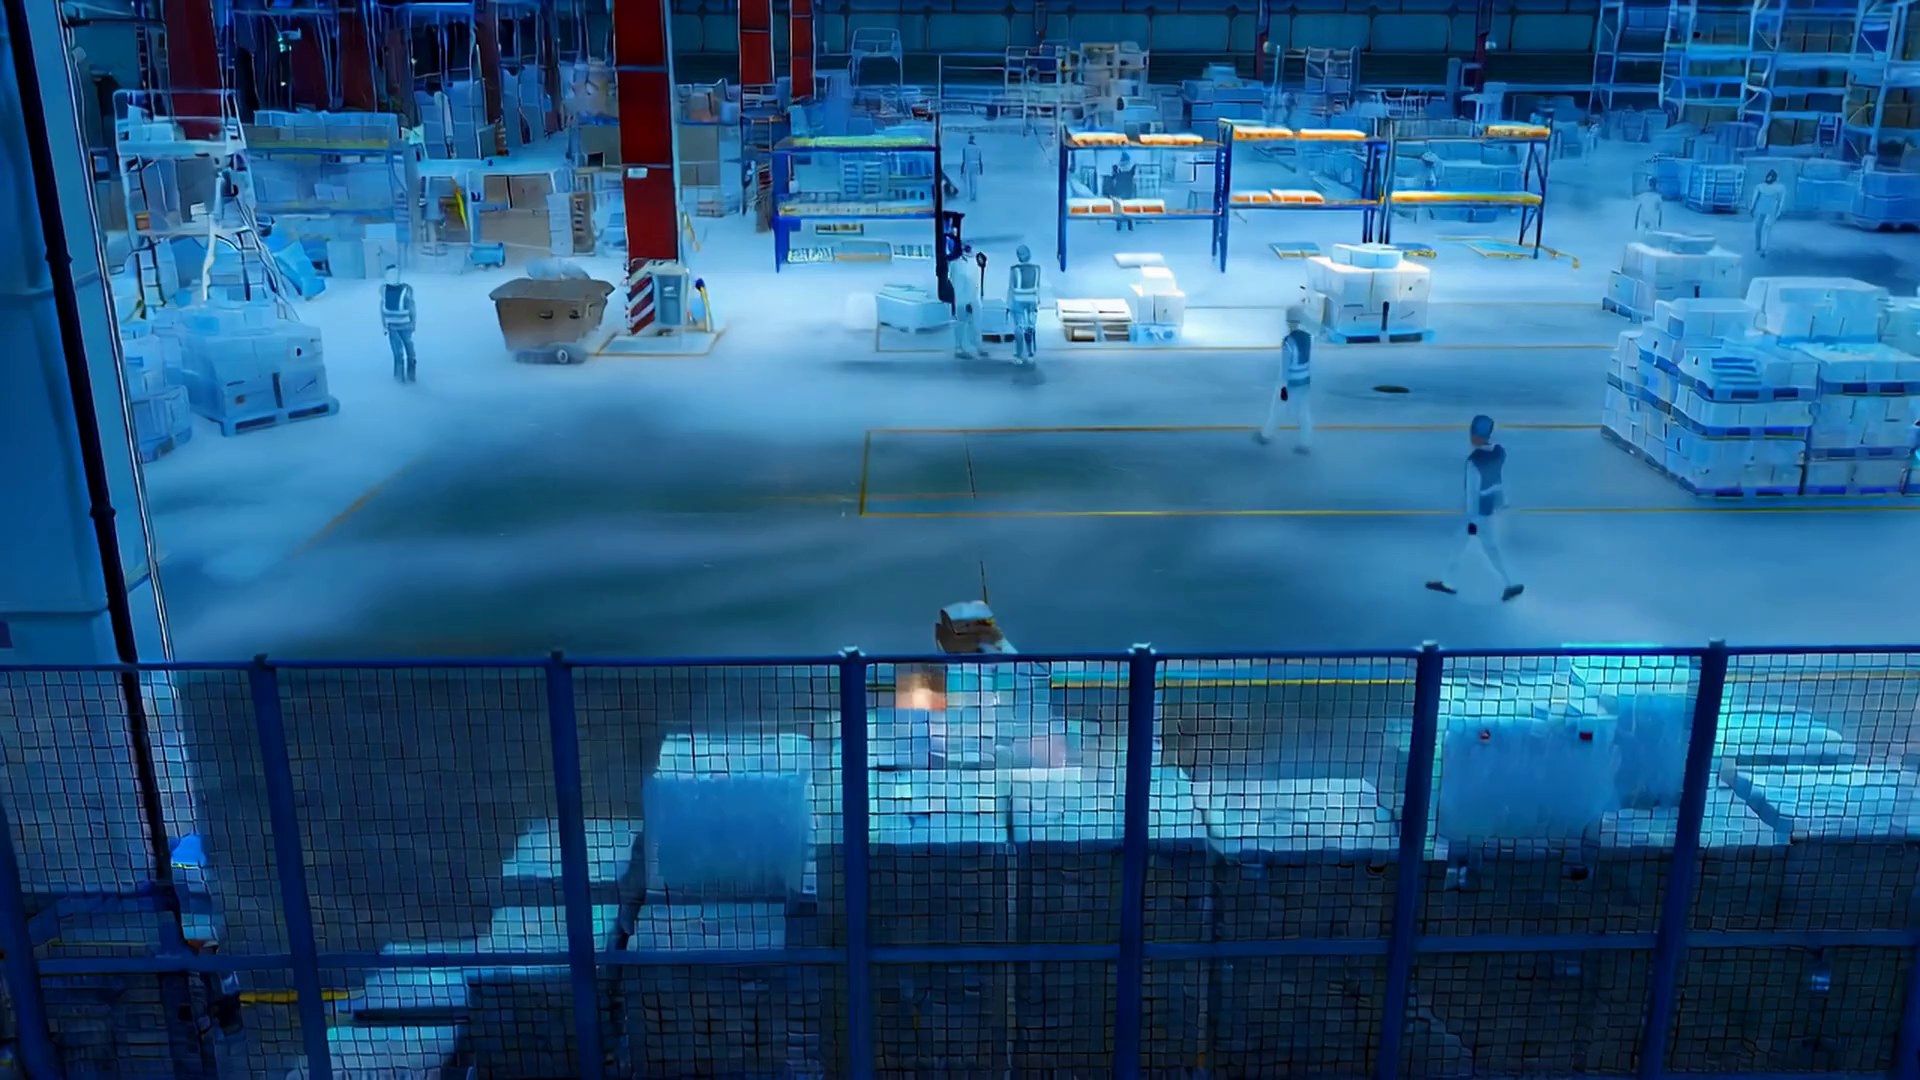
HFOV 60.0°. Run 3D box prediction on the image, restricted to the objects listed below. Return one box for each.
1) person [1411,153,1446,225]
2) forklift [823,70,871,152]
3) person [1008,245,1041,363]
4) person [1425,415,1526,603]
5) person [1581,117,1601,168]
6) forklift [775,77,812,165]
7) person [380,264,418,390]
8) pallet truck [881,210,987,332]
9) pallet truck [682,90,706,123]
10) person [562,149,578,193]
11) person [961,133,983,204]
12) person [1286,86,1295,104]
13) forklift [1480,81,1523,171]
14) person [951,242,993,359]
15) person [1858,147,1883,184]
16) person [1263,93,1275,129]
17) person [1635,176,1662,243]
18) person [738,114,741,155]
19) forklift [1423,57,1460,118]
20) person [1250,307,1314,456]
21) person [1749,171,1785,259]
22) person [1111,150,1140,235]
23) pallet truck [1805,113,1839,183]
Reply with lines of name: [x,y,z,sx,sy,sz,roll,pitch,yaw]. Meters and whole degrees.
person: [11.779,-8.752,41.525,0.950,1.781,0.696,10,21,28]
forklift: [-4.238,-15.375,59.482,1.873,2.768,1.129,-10,21,-26]
person: [1.020,-3.770,26.590,0.576,1.885,0.355,-11,21,-29]
person: [5.151,-0.309,16.332,0.591,1.885,0.929,-16,24,-39]
person: [20.597,-12.987,54.354,0.521,1.614,0.705,16,24,38]
forklift: [-5.917,-13.894,55.089,1.873,2.768,1.129,-1,19,-1]
person: [-8.392,-3.184,24.856,0.575,1.883,0.355,6,19,16]
pallet truck: [-0.493,-4.759,29.349,1.885,1.965,0.823,-13,23,-34]
pallet truck: [-9.671,-15.907,62.421,0.823,1.965,1.885,5,19,15]
person: [-10.135,-9.426,43.698,0.791,1.657,0.548,13,23,34]
person: [0.326,-10.213,45.700,0.594,1.897,0.934,0,19,0]
person: [12.990,-16.941,65.630,0.420,1.912,0.566,4,19,11]
forklift: [16.868,-13.122,52.798,1.873,2.768,1.129,14,23,36]
person: [0.178,-3.809,26.667,0.638,1.903,0.843,-16,24,-38]
person: [24.485,-9.739,44.689,0.603,1.616,0.541,-14,23,-36]
person: [12.126,-16.664,65.194,0.867,1.646,0.540,-6,20,-18]
person: [14.899,-6.941,36.045,0.699,1.855,0.523,-18,25,-42]
person: [-7.305,-13.805,56.292,0.374,1.925,0.595,0,19,0]
forklift: [20.270,-18.501,68.755,1.873,2.768,1.129,2,19,5]
person: [4.253,-2.081,21.554,0.635,1.893,0.992,-13,23,-34]
person: [17.876,-7.242,36.899,0.636,1.894,1.031,11,21,29]
person: [3.969,-8.377,40.017,0.700,2.000,0.535,3,19,8]
pallet truck: [26.403,-11.957,50.702,0.823,1.965,1.885,6,19,16]
